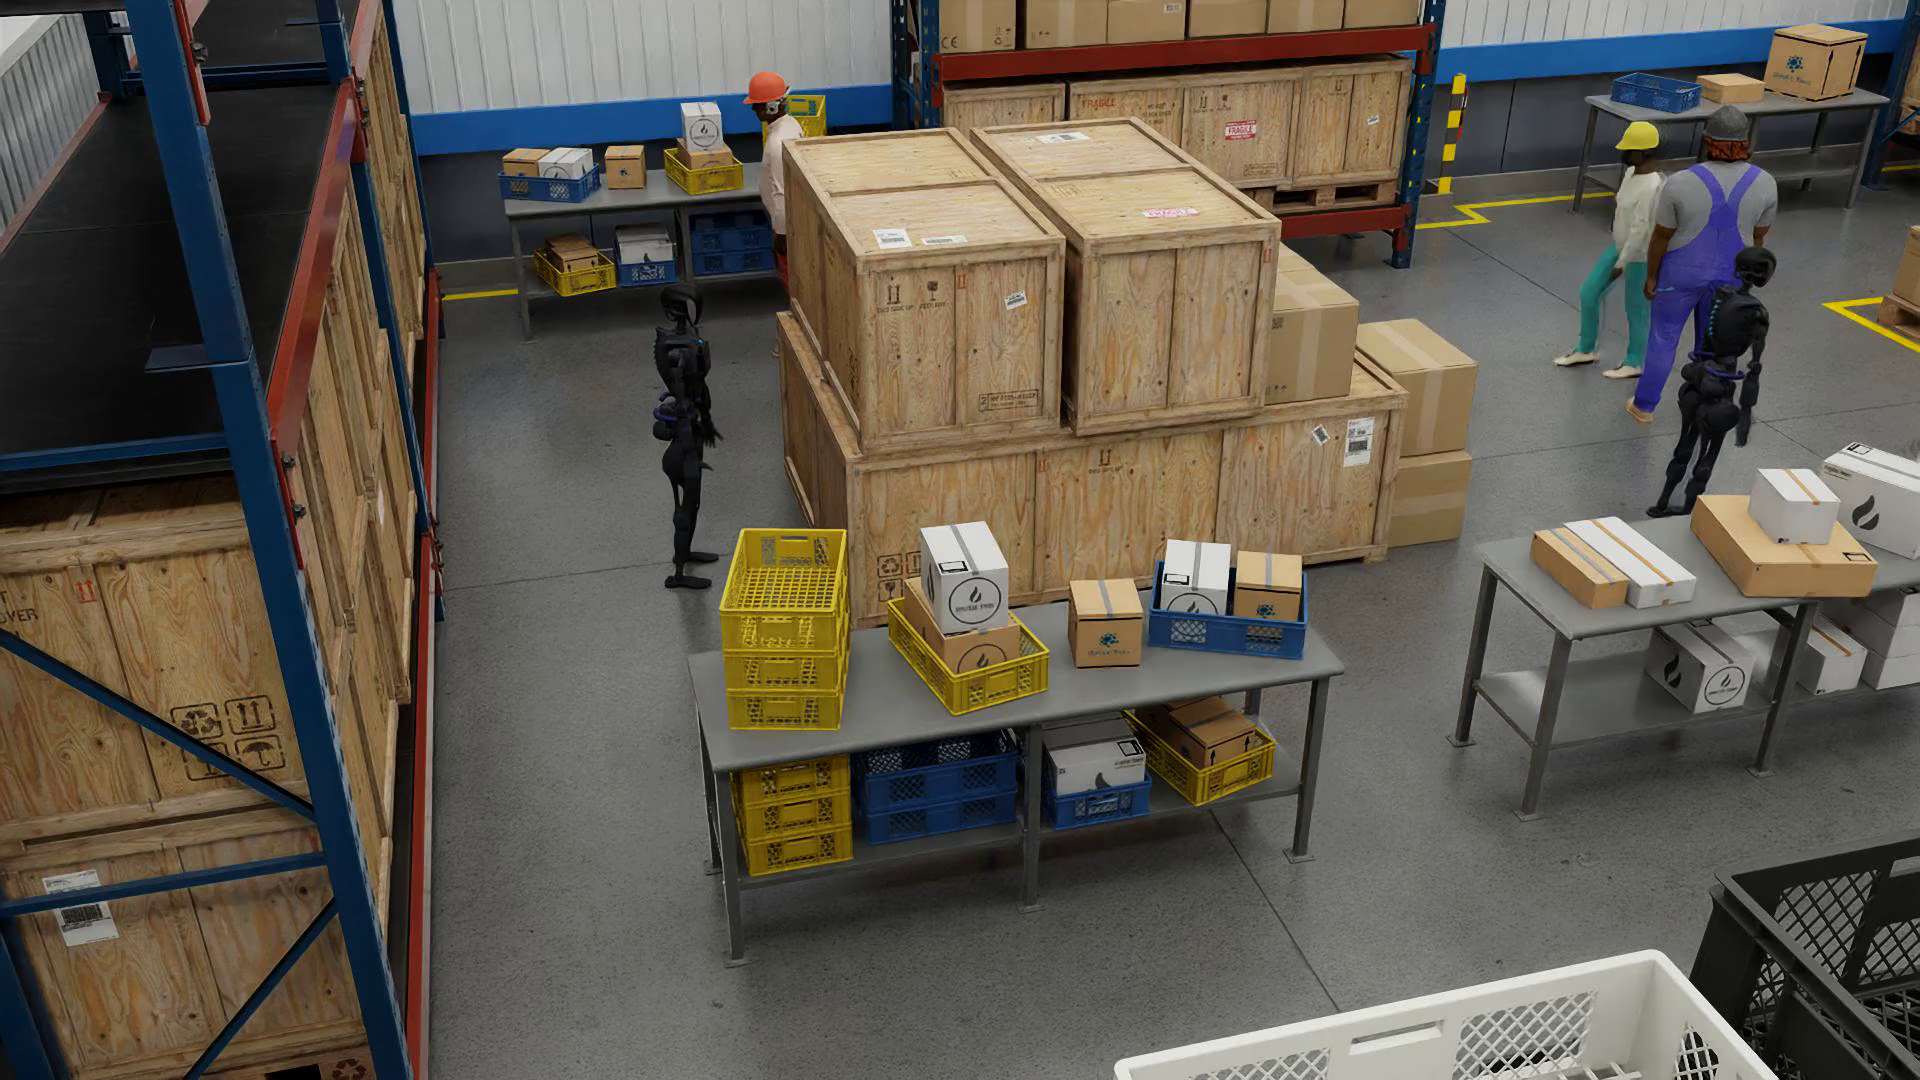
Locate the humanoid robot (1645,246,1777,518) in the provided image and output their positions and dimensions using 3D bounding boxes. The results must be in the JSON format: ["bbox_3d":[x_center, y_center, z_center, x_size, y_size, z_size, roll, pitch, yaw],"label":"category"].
[{"bbox_3d":[4.158,-0.813,9.130,0.365,1.647,0.575,-3,29,-6],"label":"humanoid robot"}]

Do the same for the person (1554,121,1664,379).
[{"bbox_3d":[4.361,-1.894,11.030,0.681,1.742,0.531,-1,29,-2],"label":"person"}]

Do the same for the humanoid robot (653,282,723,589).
[{"bbox_3d":[-1.419,-0.549,8.652,0.331,1.650,0.577,1,29,2],"label":"humanoid robot"}]

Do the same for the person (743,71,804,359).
[{"bbox_3d":[-1.214,-2.200,11.348,0.430,1.977,0.596,1,29,2],"label":"person"}]

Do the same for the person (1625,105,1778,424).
[{"bbox_3d":[4.603,-1.706,10.378,0.681,2.000,0.536,4,29,6],"label":"person"}]
